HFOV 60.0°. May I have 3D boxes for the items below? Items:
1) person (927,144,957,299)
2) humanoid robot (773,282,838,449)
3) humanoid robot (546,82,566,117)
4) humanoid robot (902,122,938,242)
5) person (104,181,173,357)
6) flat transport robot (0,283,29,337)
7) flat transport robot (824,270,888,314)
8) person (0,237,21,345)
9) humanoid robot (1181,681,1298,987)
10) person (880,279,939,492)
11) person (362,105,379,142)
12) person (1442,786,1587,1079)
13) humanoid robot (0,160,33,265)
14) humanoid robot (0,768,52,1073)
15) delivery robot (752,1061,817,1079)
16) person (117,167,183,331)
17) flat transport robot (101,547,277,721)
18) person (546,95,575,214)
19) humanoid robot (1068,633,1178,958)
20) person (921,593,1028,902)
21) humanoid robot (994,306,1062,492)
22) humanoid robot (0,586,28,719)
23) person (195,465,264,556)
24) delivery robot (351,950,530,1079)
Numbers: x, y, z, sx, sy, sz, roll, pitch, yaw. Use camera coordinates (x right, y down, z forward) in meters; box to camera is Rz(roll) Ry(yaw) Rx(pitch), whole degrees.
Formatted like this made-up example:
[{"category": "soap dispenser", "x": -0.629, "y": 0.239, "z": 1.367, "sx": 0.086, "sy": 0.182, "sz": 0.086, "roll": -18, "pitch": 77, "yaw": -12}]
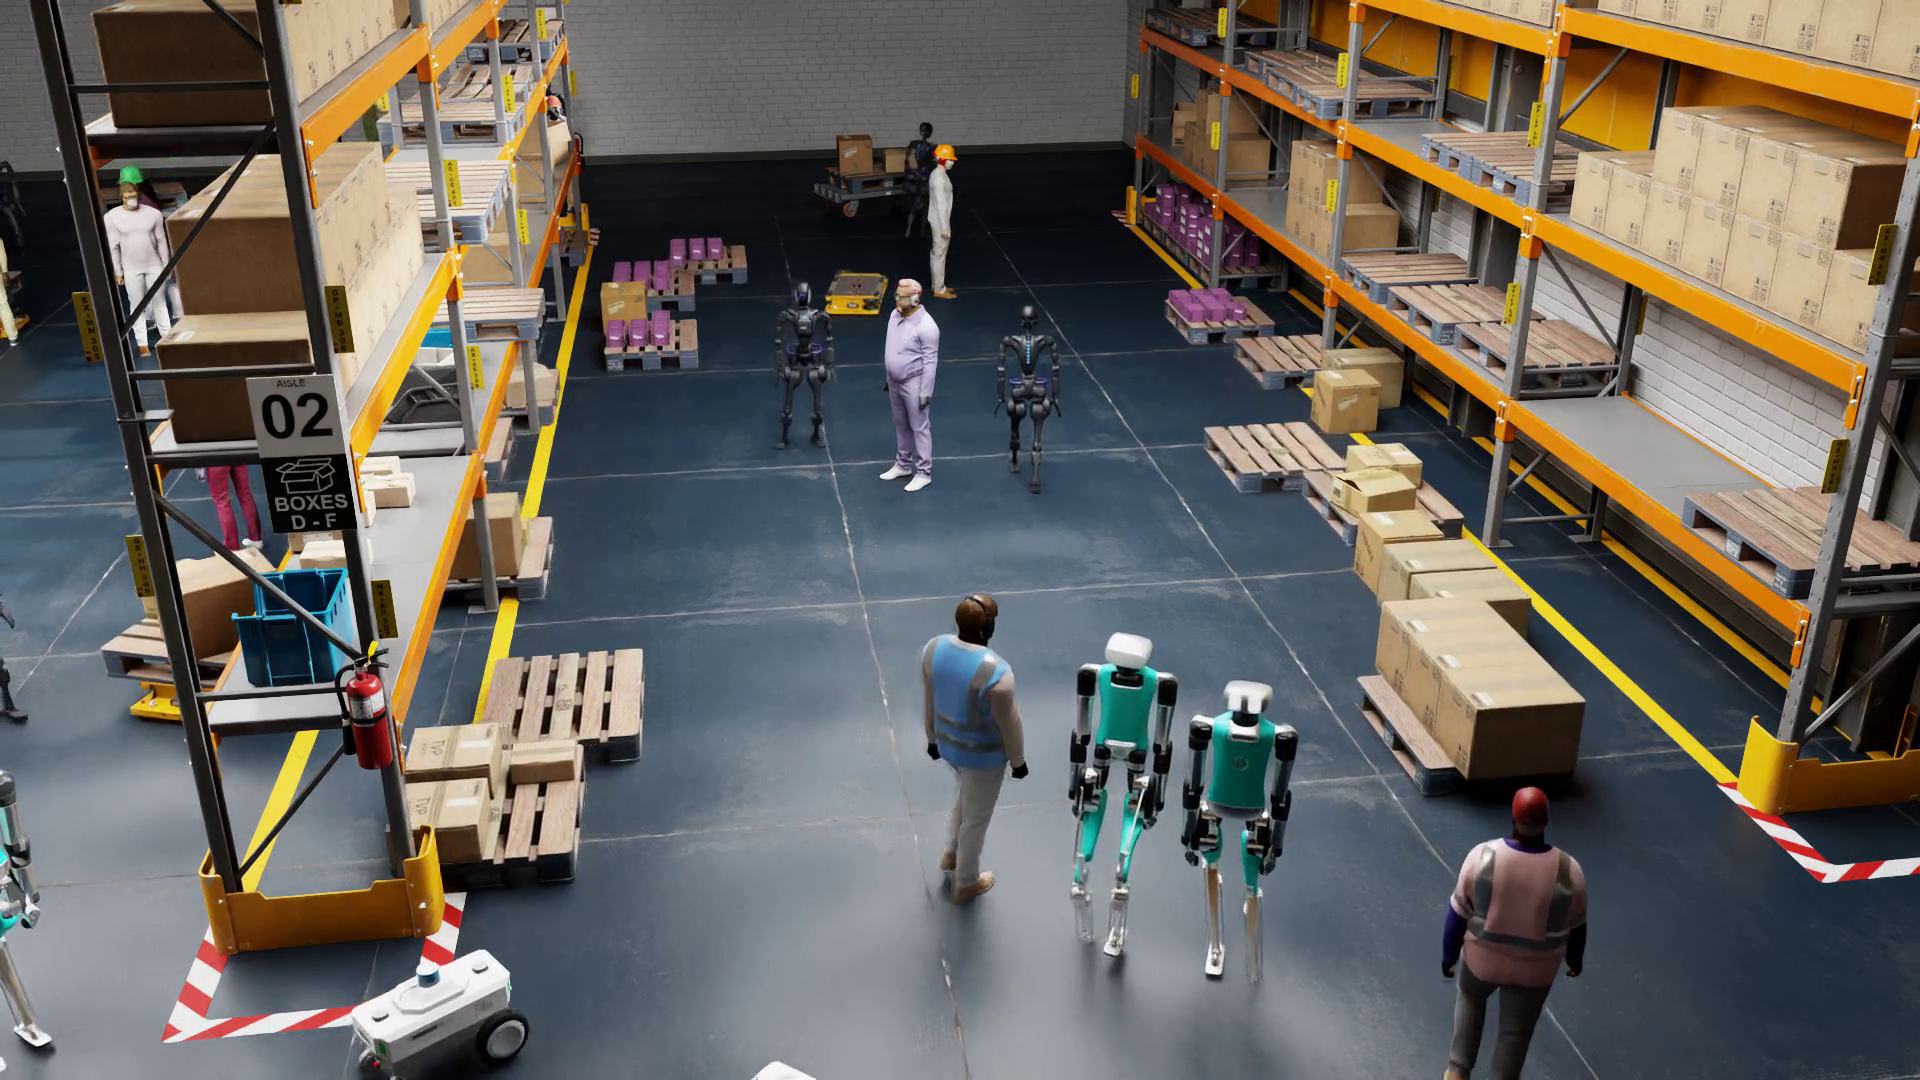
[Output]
[{"category": "person", "x": -0.217, "y": -3.969, "z": 20.708, "sx": 0.373, "sy": 1.890, "sz": 0.572, "roll": -2, "pitch": 24, "yaw": -5}, {"category": "humanoid robot", "x": -1.475, "y": -1.642, "z": 15.680, "sx": 0.629, "sy": 1.641, "sz": 0.372, "roll": -4, "pitch": 24, "yaw": -8}, {"category": "humanoid robot", "x": -6.725, "y": -6.811, "z": 27.461, "sx": 0.590, "sy": 1.627, "sz": 0.641, "roll": 1, "pitch": 24, "yaw": 3}, {"category": "humanoid robot", "x": -0.563, "y": -5.035, "z": 23.400, "sx": 0.608, "sy": 1.637, "sz": 0.406, "roll": 11, "pitch": 26, "yaw": 24}, {"category": "person", "x": -9.080, "y": -3.017, "z": 18.478, "sx": 0.630, "sy": 1.939, "sz": 0.372, "roll": -18, "pitch": 29, "yaw": -35}, {"category": "flat transport robot", "x": -11.736, "y": -2.504, "z": 19.384, "sx": 1.431, "sy": 0.231, "sz": 0.659, "roll": -4, "pitch": 24, "yaw": -9}, {"category": "flat transport robot", "x": -1.280, "y": -3.070, "z": 20.673, "sx": 0.659, "sy": 0.231, "sz": 1.431, "roll": 1, "pitch": 24, "yaw": 2}, {"category": "person", "x": -11.024, "y": -3.030, "z": 18.731, "sx": 0.563, "sy": 1.752, "sz": 0.337, "roll": -13, "pitch": 27, "yaw": -28}, {"category": "humanoid robot", "x": 1.409, "y": 1.472, "z": 8.543, "sx": 0.541, "sy": 1.834, "sz": 0.663, "roll": 4, "pitch": 24, "yaw": 10}, {"category": "person", "x": -0.468, "y": -1.388, "z": 14.801, "sx": 0.412, "sy": 1.913, "sz": 0.640, "roll": -17, "pitch": 29, "yaw": -34}, {"category": "person", "x": -9.355, "y": -6.388, "z": 26.536, "sx": 0.426, "sy": 1.621, "sz": 0.513, "roll": -12, "pitch": 26, "yaw": -25}, {"category": "person", "x": 2.513, "y": 1.888, "z": 7.559, "sx": 0.616, "sy": 1.739, "sz": 0.465, "roll": 9, "pitch": 25, "yaw": 19}, {"category": "humanoid robot", "x": -12.775, "y": -4.464, "z": 22.103, "sx": 0.541, "sy": 1.642, "sz": 0.589, "roll": 22, "pitch": 32, "yaw": 40}, {"category": "humanoid robot", "x": -4.730, "y": 1.715, "z": 7.900, "sx": 0.686, "sy": 1.766, "sz": 0.531, "roll": 17, "pitch": 29, "yaw": 34}, {"category": "delivery robot", "x": -0.906, "y": 2.644, "z": 7.291, "sx": 0.499, "sy": 0.587, "sz": 0.782, "roll": 15, "pitch": 28, "yaw": 30}, {"category": "person", "x": -9.429, "y": -3.343, "z": 19.217, "sx": 0.544, "sy": 1.931, "sz": 0.725, "roll": 12, "pitch": 27, "yaw": 26}, {"category": "flat transport robot", "x": -5.098, "y": 0.860, "z": 11.719, "sx": 0.659, "sy": 0.231, "sz": 1.431, "roll": 5, "pitch": 24, "yaw": 12}, {"category": "person", "x": -6.062, "y": -5.806, "z": 25.056, "sx": 0.560, "sy": 1.752, "sz": 0.325, "roll": 6, "pitch": 24, "yaw": 14}, {"category": "humanoid robot", "x": 0.802, "y": 1.421, "z": 8.608, "sx": 0.552, "sy": 1.760, "sz": 0.838, "roll": 4, "pitch": 24, "yaw": 10}, {"category": "person", "x": 0.098, "y": 1.135, "z": 9.147, "sx": 0.485, "sy": 1.829, "sz": 0.621, "roll": -20, "pitch": 31, "yaw": -38}, {"category": "humanoid robot", "x": 0.611, "y": -1.299, "z": 14.940, "sx": 0.609, "sy": 1.618, "sz": 0.779, "roll": -1, "pitch": 24, "yaw": -1}, {"category": "humanoid robot", "x": -6.594, "y": 0.439, "z": 10.940, "sx": 0.592, "sy": 1.631, "sz": 0.553, "roll": -14, "pitch": 27, "yaw": -29}, {"category": "person", "x": -5.955, "y": -0.634, "z": 13.432, "sx": 0.289, "sy": 1.627, "sz": 0.507, "roll": 13, "pitch": 27, "yaw": 27}, {"category": "delivery robot", "x": -2.526, "y": 2.302, "z": 8.060, "sx": 0.754, "sy": 0.581, "sz": 0.499, "roll": -21, "pitch": 31, "yaw": -39}]
